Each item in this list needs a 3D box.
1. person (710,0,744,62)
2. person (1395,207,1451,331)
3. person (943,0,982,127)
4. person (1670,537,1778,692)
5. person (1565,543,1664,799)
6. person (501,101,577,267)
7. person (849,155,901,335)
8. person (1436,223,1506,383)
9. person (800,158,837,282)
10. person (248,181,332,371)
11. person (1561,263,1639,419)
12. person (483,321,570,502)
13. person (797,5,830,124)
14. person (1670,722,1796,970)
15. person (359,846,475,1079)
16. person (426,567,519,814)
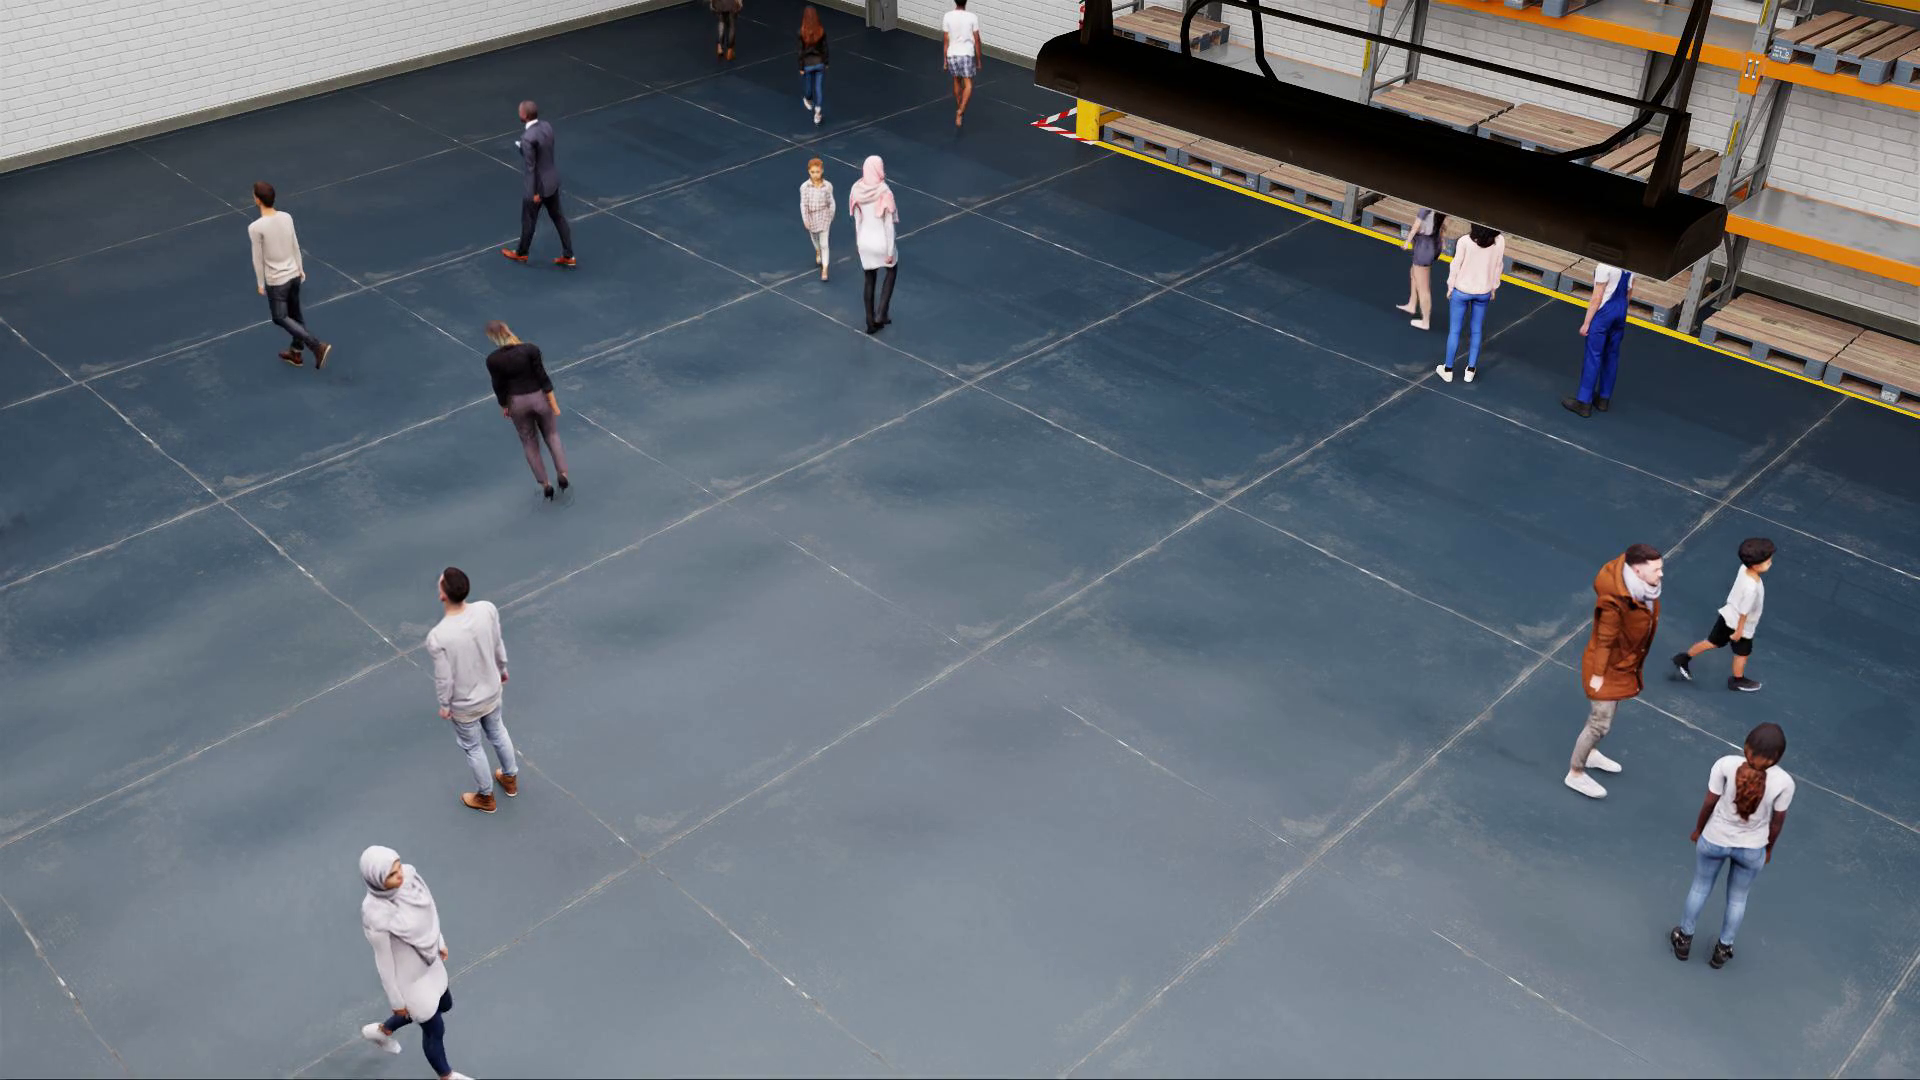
[{"bbox_3d":[-3.325,-7.608,23.466,0.699,1.703,0.787,6,34,9],"label":"person"},{"bbox_3d":[4.661,-2.820,16.330,0.591,1.629,0.719,-27,42,-34],"label":"person"},{"bbox_3d":[0.002,-6.137,21.247,1.060,1.709,1.039,6,34,9],"label":"person"},{"bbox_3d":[5.392,0.524,11.646,0.909,1.244,0.781,5,34,7],"label":"person"},{"bbox_3d":[4.175,0.791,10.710,0.749,1.835,0.766,22,39,29],"label":"person"},{"bbox_3d":[-4.329,-3.712,17.522,1.185,1.793,1.004,11,35,16],"label":"person"},{"bbox_3d":[-0.855,-2.836,16.206,0.711,1.791,0.813,12,35,17],"label":"person"},{"bbox_3d":[4.743,-2.293,15.409,0.709,1.769,0.781,2,34,2],"label":"person"},{"bbox_3d":[-1.511,-3.429,17.568,0.925,1.271,0.993,-2,34,-3],"label":"person"},{"bbox_3d":[-6.274,-2.418,15.520,1.076,1.855,0.861,16,37,22],"label":"person"},{"bbox_3d":[5.792,-1.997,14.893,0.710,1.849,0.711,-13,36,-18],"label":"person"},{"bbox_3d":[-3.514,-1.037,13.650,0.766,1.625,0.763,-1,34,-2],"label":"person"},{"bbox_3d":[-1.878,-6.098,21.432,0.895,1.439,1.047,-7,34,-10],"label":"person"},{"bbox_3d":[4.378,1.721,9.416,0.573,1.719,0.713,15,36,21],"label":"person"},{"bbox_3d":[-2.899,2.224,8.622,1.029,1.760,0.913,6,34,9],"label":"person"},{"bbox_3d":[-3.069,0.937,10.485,0.608,1.840,0.716,23,40,30],"label":"person"}]
